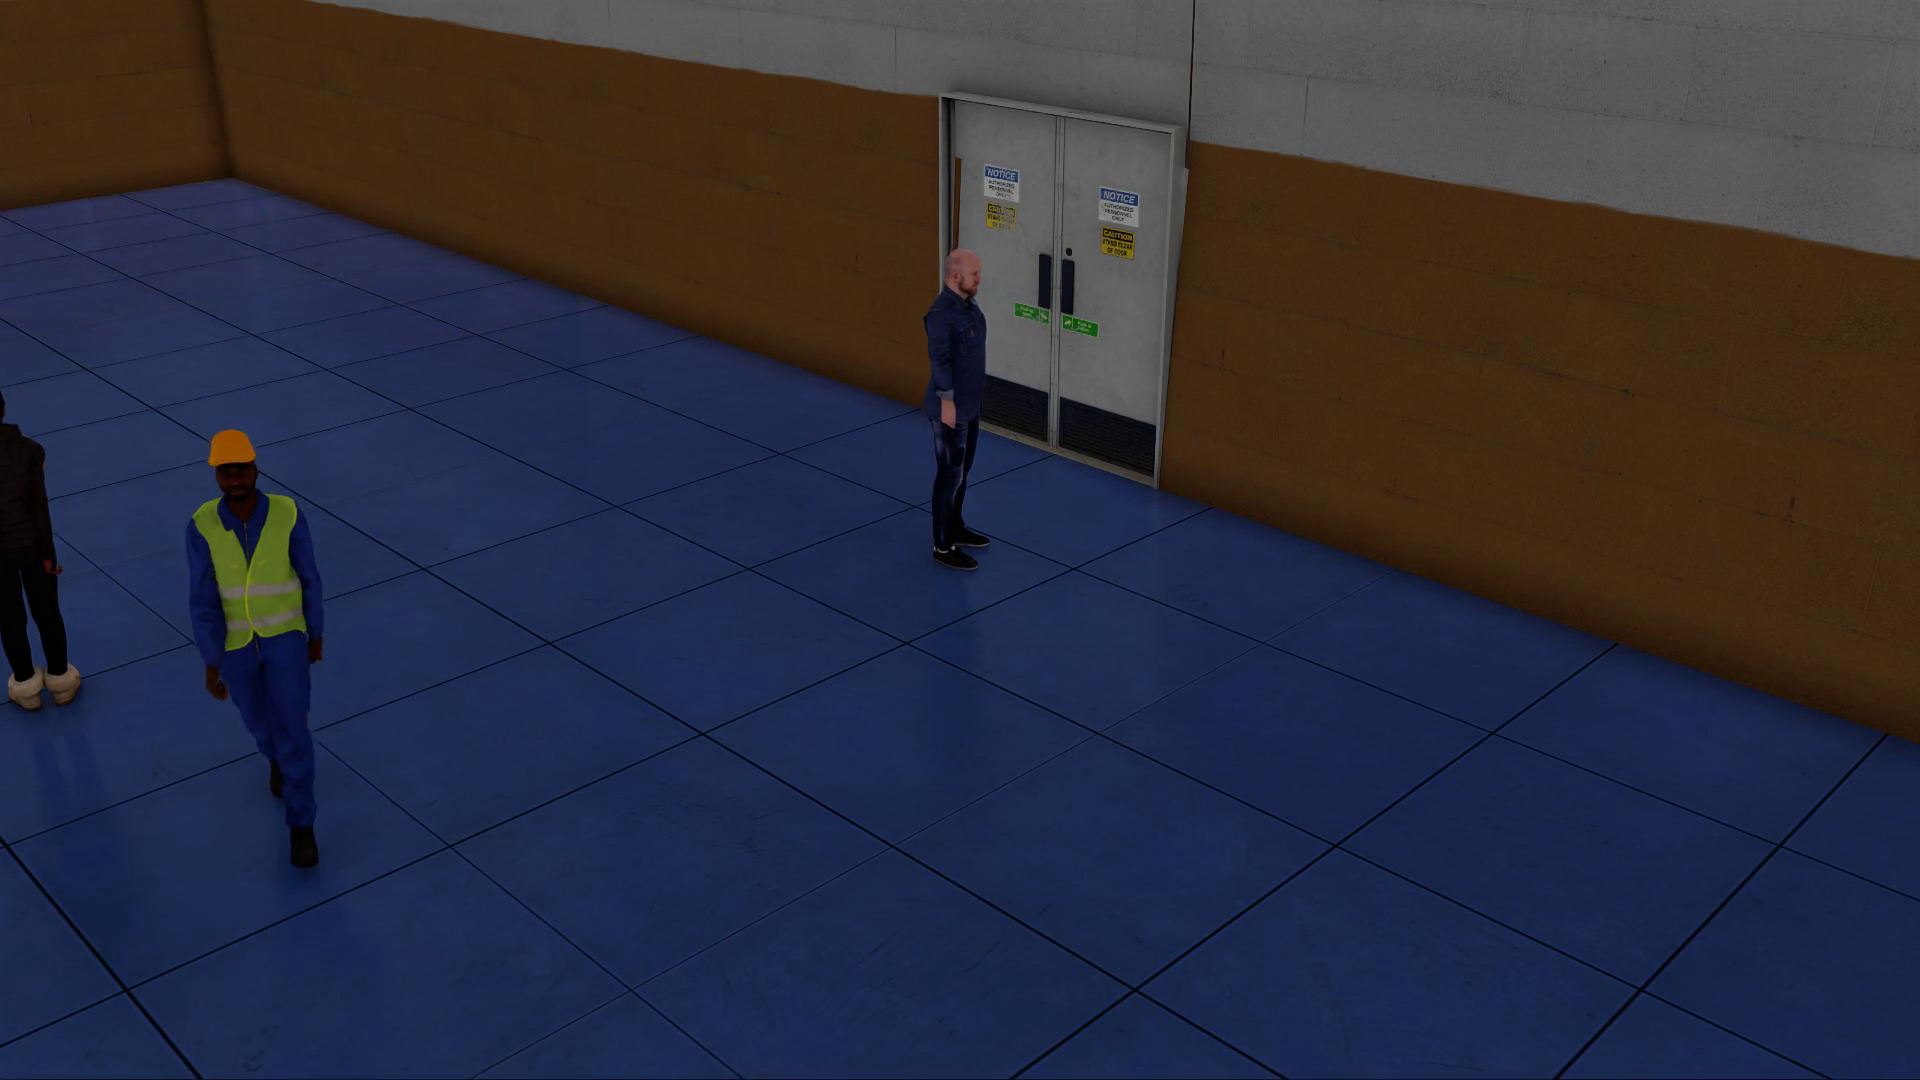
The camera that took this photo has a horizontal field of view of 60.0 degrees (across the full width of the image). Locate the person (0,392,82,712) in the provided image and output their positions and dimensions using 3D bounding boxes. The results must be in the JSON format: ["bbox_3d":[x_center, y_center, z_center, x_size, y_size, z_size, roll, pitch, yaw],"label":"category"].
[{"bbox_3d":[-4.457,0.050,7.843,0.674,1.659,0.612,9,25,20],"label":"person"}]

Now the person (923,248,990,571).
[{"bbox_3d":[-0.018,-0.759,9.482,0.863,1.828,0.732,6,24,13],"label":"person"}]

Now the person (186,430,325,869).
[{"bbox_3d":[-2.922,0.389,6.923,1.225,1.775,1.060,-8,25,-18],"label":"person"}]
